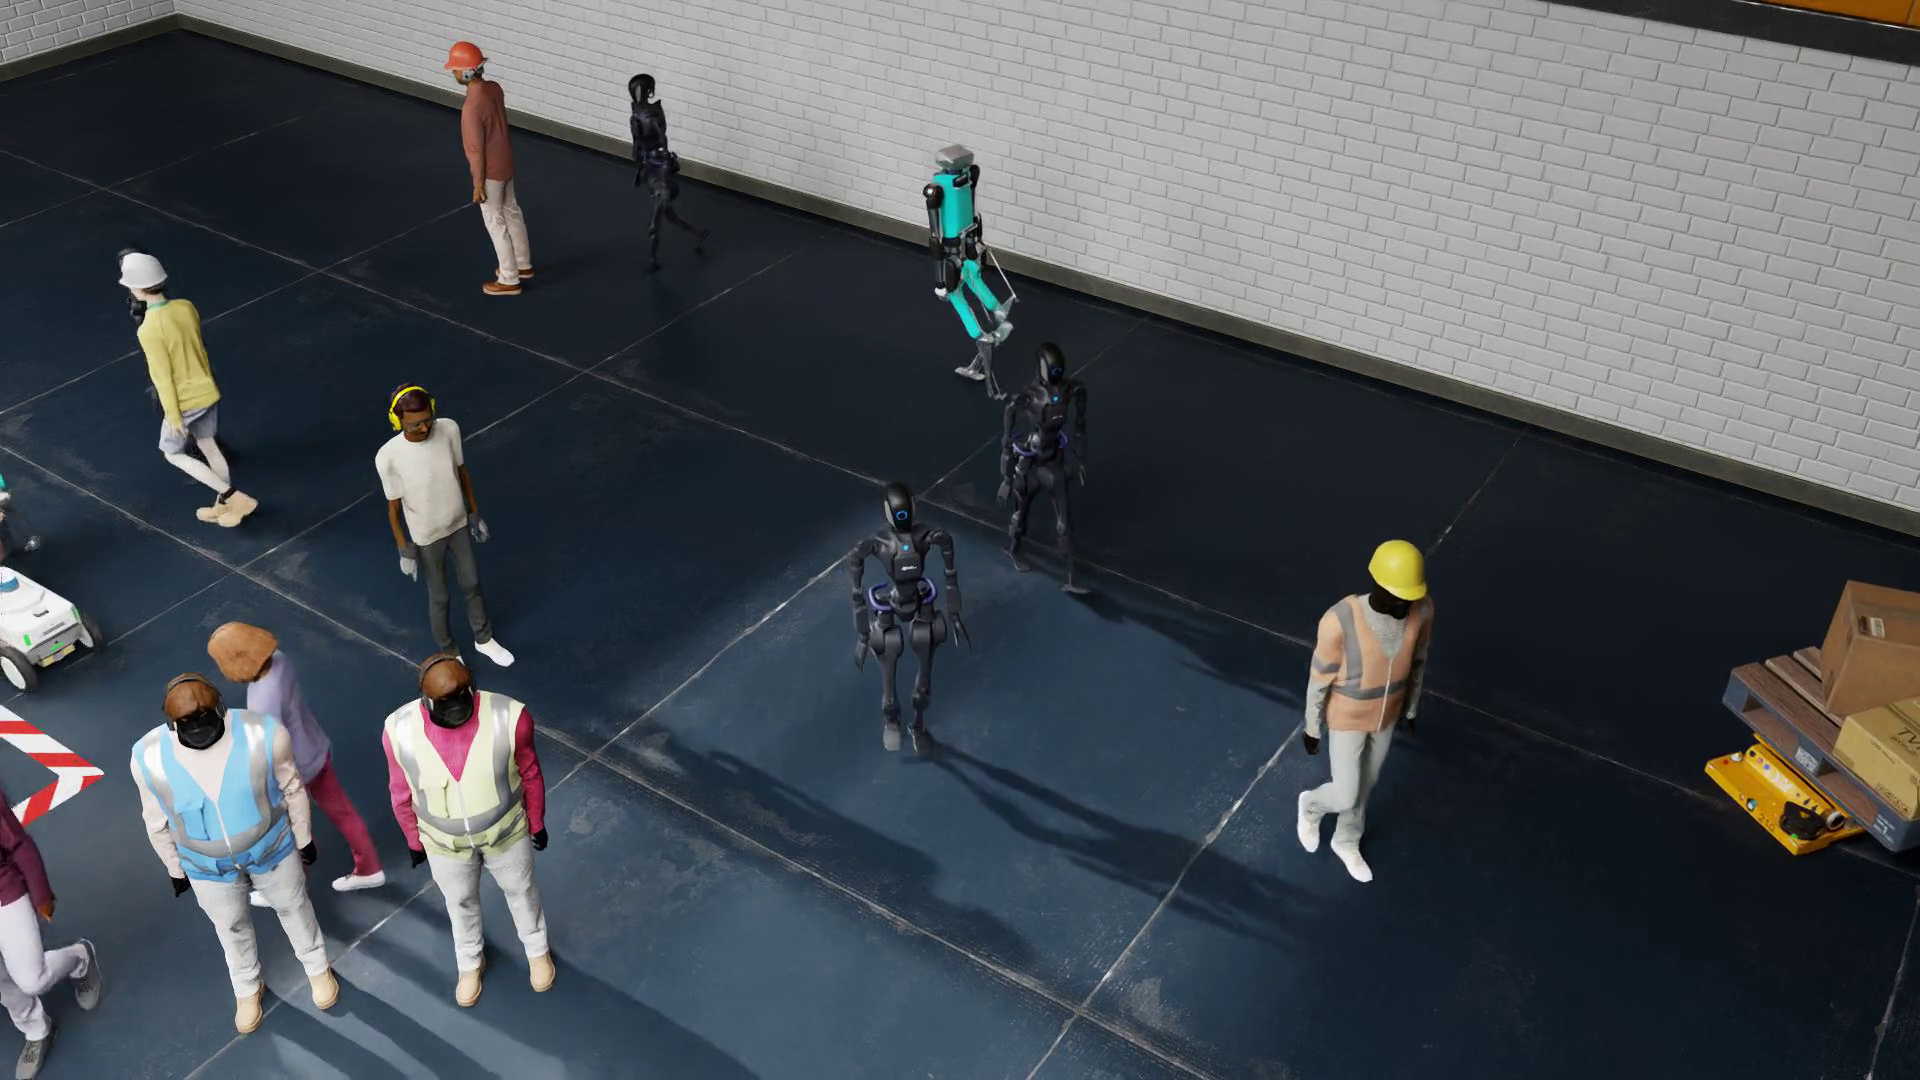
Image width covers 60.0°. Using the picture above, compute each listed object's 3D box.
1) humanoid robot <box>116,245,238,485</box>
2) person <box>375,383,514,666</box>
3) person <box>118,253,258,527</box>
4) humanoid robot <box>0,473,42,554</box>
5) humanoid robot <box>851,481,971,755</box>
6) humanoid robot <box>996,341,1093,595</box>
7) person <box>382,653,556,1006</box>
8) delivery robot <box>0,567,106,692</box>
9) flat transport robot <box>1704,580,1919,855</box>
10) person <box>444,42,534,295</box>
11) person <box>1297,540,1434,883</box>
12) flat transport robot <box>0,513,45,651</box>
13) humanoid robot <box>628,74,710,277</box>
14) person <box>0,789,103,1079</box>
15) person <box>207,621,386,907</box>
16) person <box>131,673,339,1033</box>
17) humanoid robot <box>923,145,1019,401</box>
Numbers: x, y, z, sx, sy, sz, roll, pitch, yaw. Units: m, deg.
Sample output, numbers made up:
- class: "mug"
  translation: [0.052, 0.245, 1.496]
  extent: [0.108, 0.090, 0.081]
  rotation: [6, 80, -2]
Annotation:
- class: "humanoid robot"
  translation: [-5.019, -1.128, 10.651]
  extent: [0.336, 1.649, 0.610]
  rotation: [-3, 35, -4]
- class: "person"
  translation: [-2.777, -0.033, 8.931]
  extent: [0.345, 1.856, 0.526]
  rotation: [27, 43, 33]
- class: "person"
  translation: [-4.679, -0.865, 10.100]
  extent: [0.449, 1.876, 0.500]
  rotation: [8, 36, 12]
- class: "humanoid robot"
  translation: [-5.956, -0.631, 9.883]
  extent: [0.543, 1.782, 0.754]
  rotation: [-26, 43, -32]
- class: "humanoid robot"
  translation: [-0.251, 0.424, 8.427]
  extent: [0.599, 1.654, 0.341]
  rotation: [-9, 36, -13]
- class: "humanoid robot"
  translation: [0.500, -0.409, 9.646]
  extent: [0.594, 1.623, 0.760]
  rotation: [-16, 38, -22]
- class: "person"
  translation: [-2.072, 1.240, 7.117]
  extent: [0.624, 1.847, 0.429]
  rotation: [-8, 36, -11]
- class: "delivery robot"
  translation: [-5.264, 0.464, 9.368]
  extent: [0.807, 0.613, 0.499]
  rotation: [21, 40, 27]
- class: "flat transport robot"
  translation: [4.660, 1.176, 8.582]
  extent: [1.431, 0.231, 0.659]
  rotation: [-12, 37, -16]
- class: "person"
  translation: [-3.647, -2.871, 12.876]
  extent: [0.402, 1.987, 0.618]
  rotation: [5, 35, 7]
- class: "person"
  translation: [1.884, 0.801, 7.679]
  extent: [0.603, 1.916, 0.421]
  rotation: [-13, 37, -18]
- class: "flat transport robot"
  translation: [-6.142, 0.473, 9.588]
  extent: [1.431, 0.231, 0.659]
  rotation: [-3, 35, -5]
- class: "humanoid robot"
  translation: [-2.357, -2.949, 13.304]
  extent: [0.766, 1.639, 0.588]
  rotation: [-24, 42, -30]
- class: "person"
  translation: [-3.971, 1.427, 6.775]
  extent: [0.498, 1.938, 0.510]
  rotation: [-2, 35, -3]
- class: "person"
  translation: [-3.120, 1.035, 7.613]
  extent: [0.733, 1.592, 0.518]
  rotation: [-4, 35, -6]
- class: "person"
  translation: [-3.037, 1.312, 7.015]
  extent: [0.624, 1.846, 0.429]
  rotation: [-13, 37, -18]
- class: "humanoid robot"
  translation: [0.174, -1.780, 11.618]
  extent: [0.794, 1.880, 0.542]
  rotation: [23, 41, 29]
